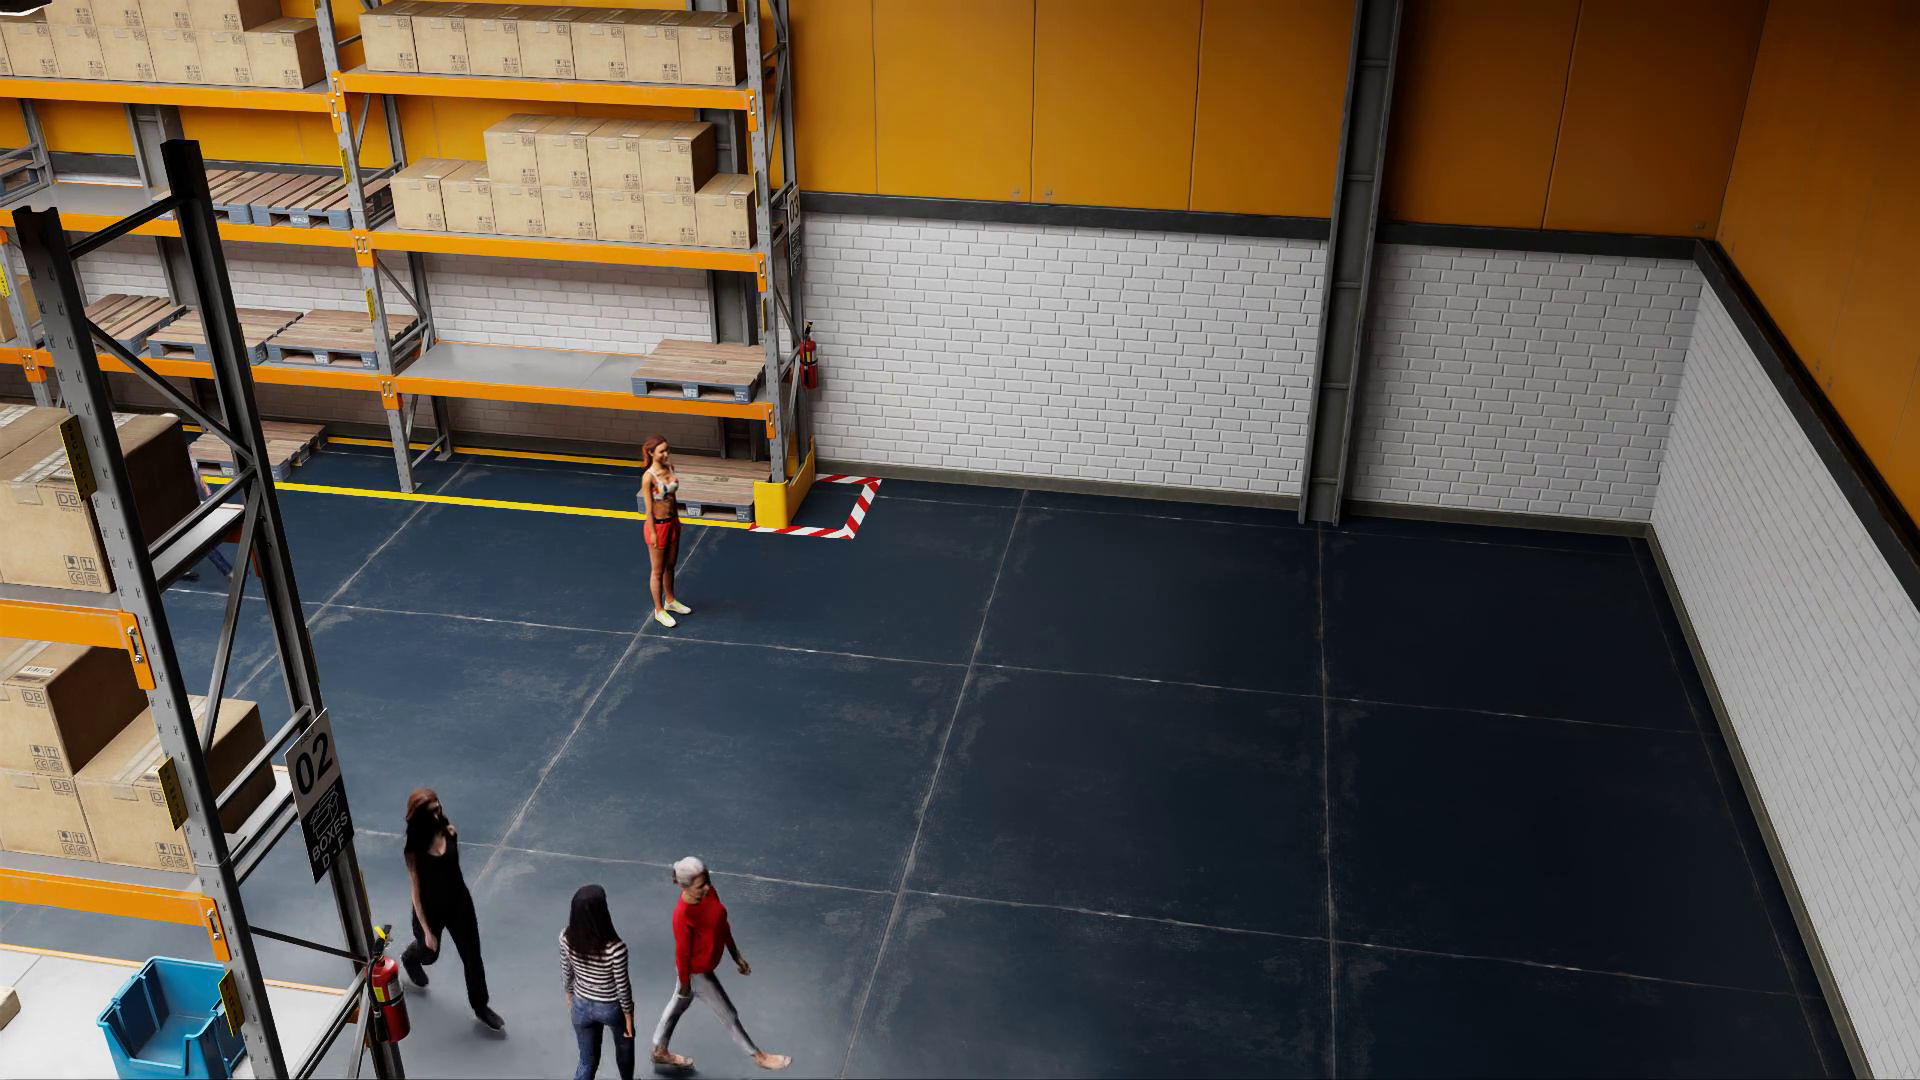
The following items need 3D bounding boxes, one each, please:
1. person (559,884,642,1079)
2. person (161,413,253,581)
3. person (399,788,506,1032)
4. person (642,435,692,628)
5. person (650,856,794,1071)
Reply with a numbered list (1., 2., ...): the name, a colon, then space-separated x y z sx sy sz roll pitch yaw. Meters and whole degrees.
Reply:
1. person: -2.079 2.756 9.439 1.024 1.765 0.709 7 29 12
2. person: -7.179 -0.352 15.228 1.098 1.677 0.665 3 29 5
3. person: -3.320 2.265 10.396 1.217 1.710 0.922 20 34 32
4. person: -2.626 -0.112 14.669 0.646 1.791 0.636 15 32 25
5. person: -1.645 2.555 9.937 1.112 1.641 0.548 4 29 8
